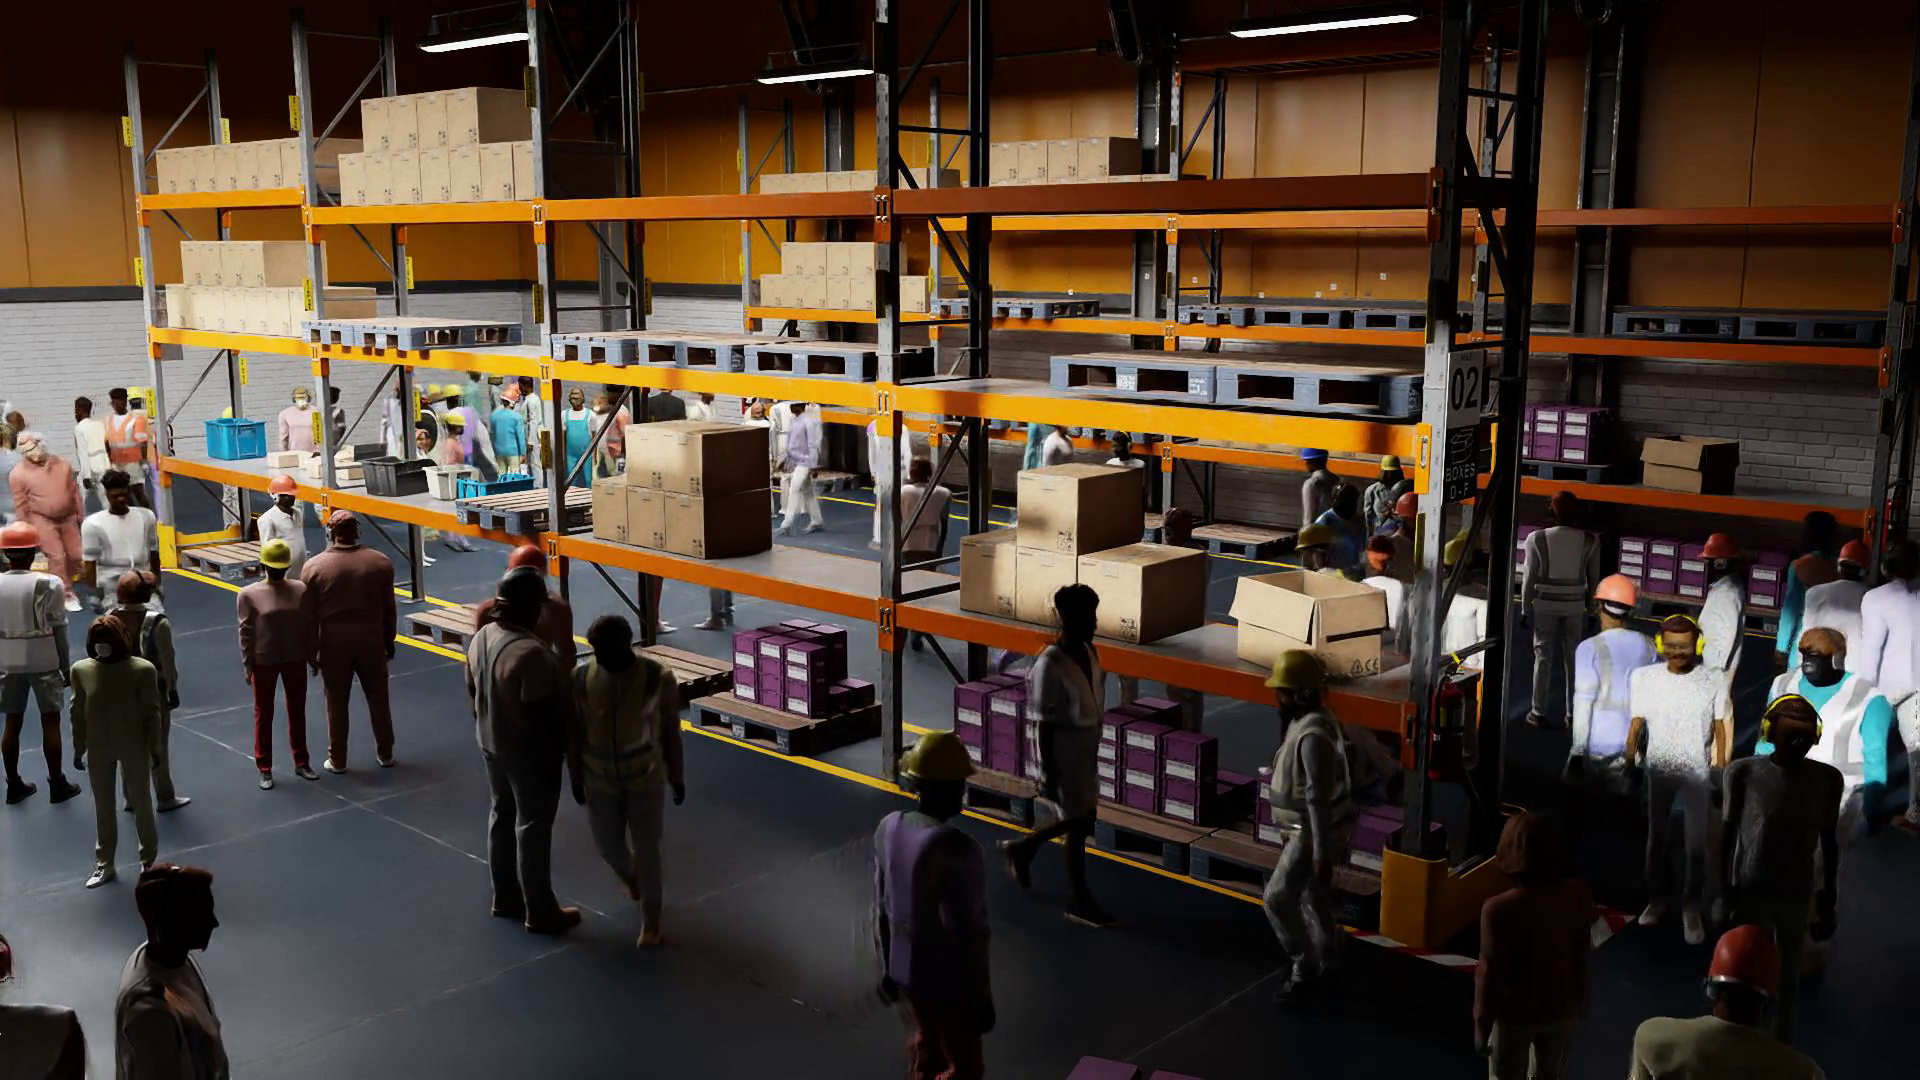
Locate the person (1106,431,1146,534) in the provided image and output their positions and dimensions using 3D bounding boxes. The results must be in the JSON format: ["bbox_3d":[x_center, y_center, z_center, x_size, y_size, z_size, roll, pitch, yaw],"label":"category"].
[{"bbox_3d":[1.735,-0.235,17.555,0.530,1.856,0.336,8,13,37],"label":"person"}]

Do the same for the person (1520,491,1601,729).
[{"bbox_3d":[4.696,0.548,13.038,0.583,1.882,0.337,2,10,9],"label":"person"}]

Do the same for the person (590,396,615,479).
[{"bbox_3d":[-5.296,-1.332,24.512,0.520,1.577,0.919,2,10,10],"label":"person"}]

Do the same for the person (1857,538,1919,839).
[{"bbox_3d":[6.072,0.922,10.868,0.657,1.893,0.914,-1,10,-4],"label":"person"}]

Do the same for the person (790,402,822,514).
[{"bbox_3d":[-2.234,-1.302,23.499,0.576,1.881,0.352,1,10,3],"label":"person"}]

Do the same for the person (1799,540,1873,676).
[{"bbox_3d":[6.180,0.864,11.621,0.573,1.748,0.342,8,13,37],"label":"person"}]

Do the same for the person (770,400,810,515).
[{"bbox_3d":[-2.380,-1.302,23.399,0.584,1.918,0.381,-2,10,-11],"label":"person"}]

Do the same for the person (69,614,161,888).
[{"bbox_3d":[-4.983,1.239,9.836,0.499,1.634,0.279,-2,10,-9],"label":"person"}]

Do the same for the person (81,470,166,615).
[{"bbox_3d":[-6.898,0.388,13.787,0.596,1.933,0.635,10,14,43],"label":"person"}]

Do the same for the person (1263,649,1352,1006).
[{"bbox_3d":[1.714,1.434,8.247,0.495,1.807,0.665,2,10,10],"label":"person"}]

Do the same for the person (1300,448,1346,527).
[{"bbox_3d":[3.477,-0.003,16.057,0.644,1.922,0.467,-9,13,-41],"label":"person"}]

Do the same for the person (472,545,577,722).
[{"bbox_3d":[-2.697,0.985,10.416,0.631,1.926,1.057,-5,11,-28],"label":"person"}]

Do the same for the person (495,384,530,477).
[{"bbox_3d":[-6.597,-1.447,24.696,0.563,1.747,0.339,-1,10,-6],"label":"person"}]

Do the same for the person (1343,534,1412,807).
[{"bbox_3d":[2.811,0.900,11.128,0.585,1.867,0.709,-5,11,-28],"label":"person"}]

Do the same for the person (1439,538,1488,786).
[{"bbox_3d":[3.447,0.852,11.670,0.524,1.763,0.325,5,11,26],"label":"person"}]

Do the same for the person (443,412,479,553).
[{"bbox_3d":[-6.154,-0.695,20.417,0.357,1.749,0.549,-2,10,-9],"label":"person"}]

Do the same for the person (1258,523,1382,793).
[{"bbox_3d":[2.559,0.829,11.528,0.589,1.873,0.905,-10,14,-44],"label":"person"}]

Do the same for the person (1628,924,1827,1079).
[{"bbox_3d":[2.320,2.031,5.124,0.558,1.717,0.805,4,11,22],"label":"person"}]

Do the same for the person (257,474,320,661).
[{"bbox_3d":[-6.028,0.276,14.942,0.330,1.750,0.573,2,10,12],"label":"person"}]

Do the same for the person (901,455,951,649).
[{"bbox_3d":[-0.371,0.097,15.790,0.561,1.805,0.729,0,10,1],"label":"person"}]

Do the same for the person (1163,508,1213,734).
[{"bbox_3d":[1.575,0.710,12.073,0.401,1.904,0.641,6,11,29],"label":"person"}]

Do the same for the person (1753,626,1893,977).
[{"bbox_3d":[4.405,1.350,8.672,0.649,1.819,0.647,-6,12,-31],"label":"person"}]

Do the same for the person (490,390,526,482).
[{"bbox_3d":[-6.431,-1.281,23.796,0.576,1.737,0.355,5,11,25],"label":"person"}]

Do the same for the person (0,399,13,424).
[{"bbox_3d":[-14.039,-1.424,24.211,0.599,1.871,0.521,-3,11,-17],"label":"person"}]

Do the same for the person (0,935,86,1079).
[{"bbox_3d":[-2.855,2.031,4.877,0.593,1.813,0.649,-3,10,-15],"label":"person"}]

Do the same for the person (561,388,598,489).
[{"bbox_3d":[-5.237,-1.178,22.906,0.506,1.845,0.344,0,10,2],"label":"person"}]

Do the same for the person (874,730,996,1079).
[{"bbox_3d":[-0.132,1.686,6.515,0.623,1.914,0.599,-8,13,-38],"label":"person"}]

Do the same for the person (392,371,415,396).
[{"bbox_3d":[-8.609,-1.779,26.047,0.605,1.939,0.416,2,10,13],"label":"person"}]

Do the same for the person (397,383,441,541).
[{"bbox_3d":[-6.954,-1.009,21.394,0.538,2.000,0.682,-1,10,-8],"label":"person"}]

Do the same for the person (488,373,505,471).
[{"bbox_3d":[-7.763,-2.024,27.979,0.294,1.744,0.487,-5,11,-24],"label":"person"}]

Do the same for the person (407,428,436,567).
[{"bbox_3d":[-6.414,-0.506,19.698,0.315,1.636,0.514,-1,10,-5],"label":"person"}]

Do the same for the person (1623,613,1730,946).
[{"bbox_3d":[3.910,1.278,9.082,0.531,1.827,0.579,4,11,24],"label":"person"}]
